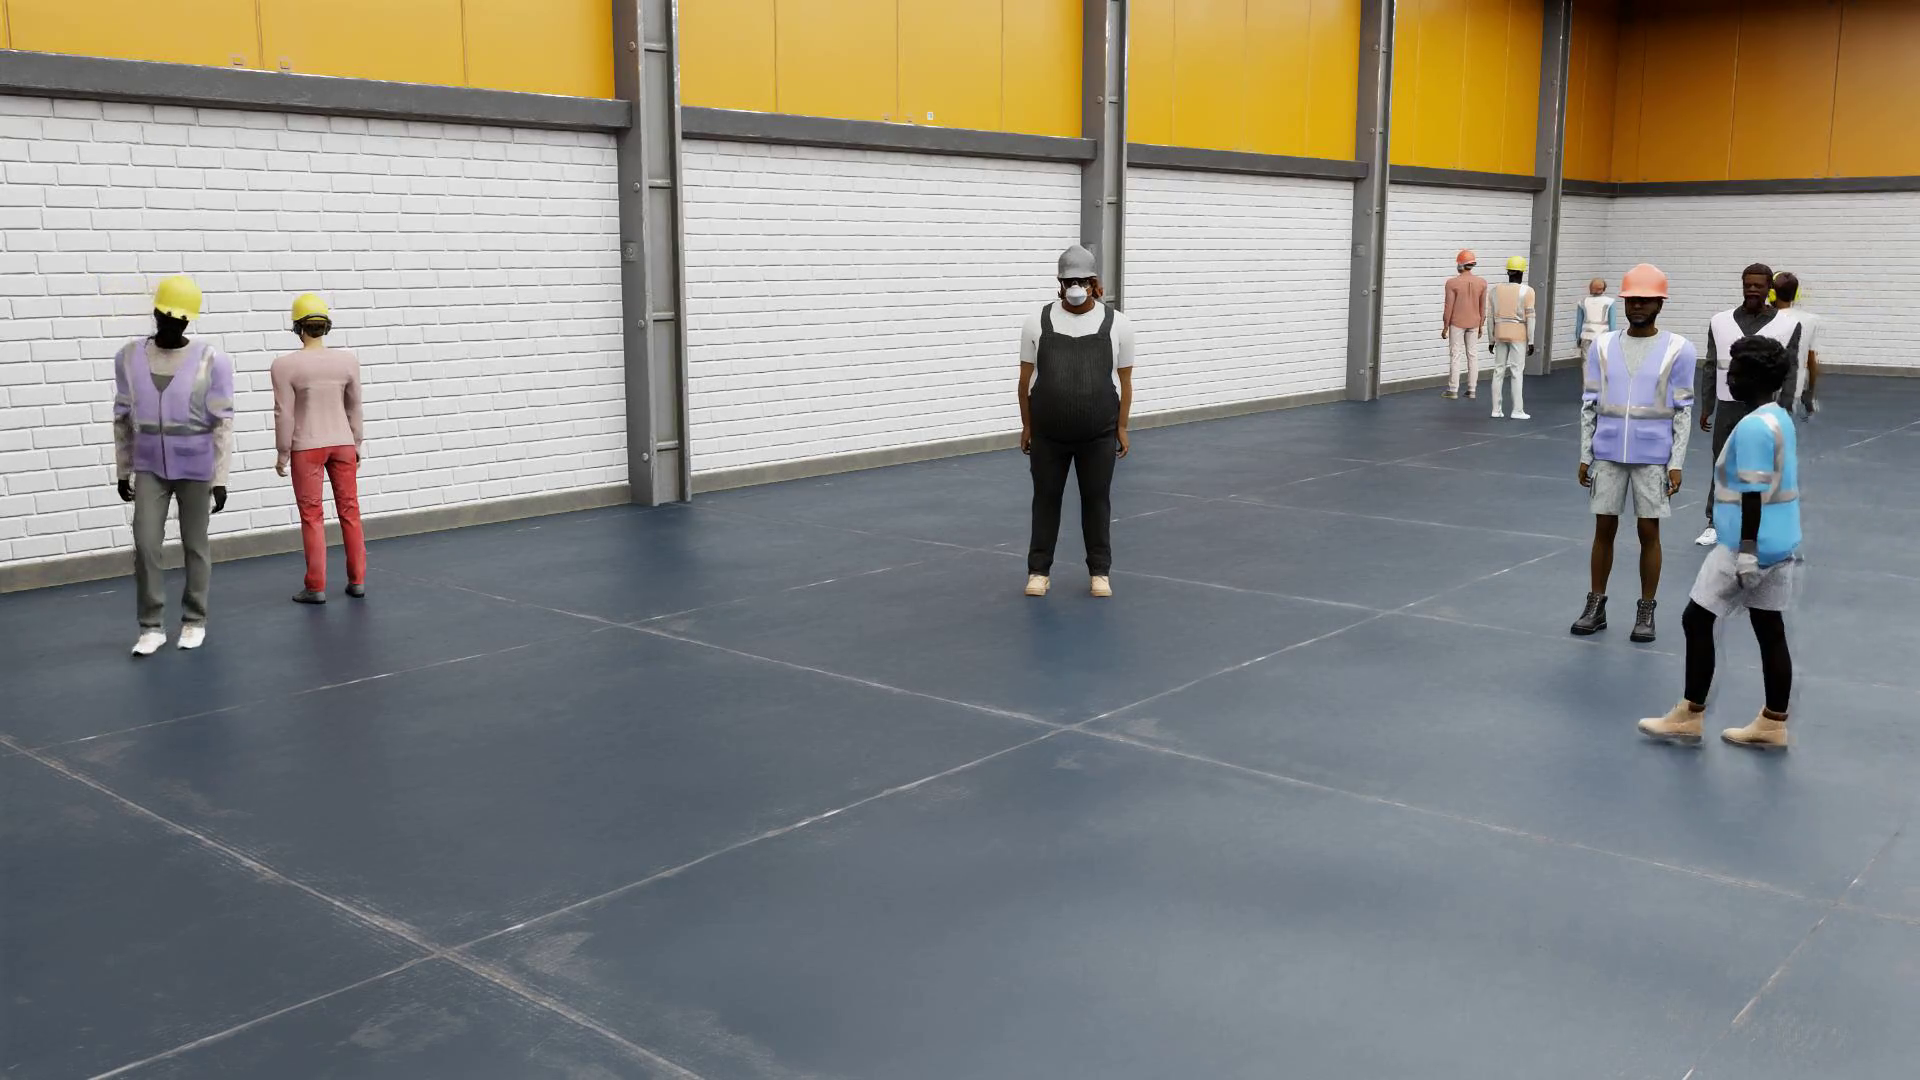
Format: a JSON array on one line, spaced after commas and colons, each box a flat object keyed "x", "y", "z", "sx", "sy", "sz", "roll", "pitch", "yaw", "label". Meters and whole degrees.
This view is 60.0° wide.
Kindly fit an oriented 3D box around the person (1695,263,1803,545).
[{"x": 5.323, "y": -0.901, "z": 11.251, "sx": 0.590, "sy": 1.922, "sz": 0.391, "roll": 7, "pitch": 12, "yaw": 36, "label": "person"}]

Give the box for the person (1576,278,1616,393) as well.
[{"x": 8.494, "y": -2.683, "z": 22.221, "sx": 0.544, "sy": 1.623, "sz": 0.375, "roll": 7, "pitch": 12, "yaw": 37, "label": "person"}]

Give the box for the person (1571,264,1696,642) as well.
[{"x": 3.473, "y": -0.446, "z": 8.599, "sx": 0.546, "sy": 1.942, "sz": 0.352, "roll": 7, "pitch": 12, "yaw": 35, "label": "person"}]

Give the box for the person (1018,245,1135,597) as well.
[{"x": 0.666, "y": -0.677, "z": 9.633, "sx": 0.674, "sy": 2.000, "sz": 0.535, "roll": 1, "pitch": 10, "yaw": 5, "label": "person"}]

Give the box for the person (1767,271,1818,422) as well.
[{"x": 6.082, "y": -1.064, "z": 12.370, "sx": 0.553, "sy": 1.855, "sz": 0.398, "roll": -1, "pitch": 10, "yaw": -7, "label": "person"}]

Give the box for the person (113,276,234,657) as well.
[{"x": -3.890, "y": -0.358, "z": 8.258, "sx": 0.624, "sy": 1.885, "sz": 0.610, "roll": -1, "pitch": 10, "yaw": -6, "label": "person"}]

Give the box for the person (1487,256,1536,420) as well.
[{"x": 6.535, "y": -2.390, "z": 19.712, "sx": 0.585, "sy": 1.928, "sz": 0.369, "roll": 9, "pitch": 14, "yaw": 43, "label": "person"}]

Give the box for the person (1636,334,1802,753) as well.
[{"x": 3.090, "y": 0.014, "z": 6.725, "sx": 0.672, "sy": 1.670, "sz": 0.559, "roll": 8, "pitch": 13, "yaw": 38, "label": "person"}]

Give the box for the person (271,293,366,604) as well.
[{"x": -3.657, "y": -0.515, "z": 9.500, "sx": 0.312, "sy": 1.768, "sz": 0.522, "roll": 9, "pitch": 14, "yaw": 43, "label": "person"}]

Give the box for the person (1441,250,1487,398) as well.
[{"x": 6.792, "y": -2.904, "z": 22.441, "sx": 0.613, "sy": 1.997, "sz": 0.374, "roll": -2, "pitch": 10, "yaw": -12, "label": "person"}]
